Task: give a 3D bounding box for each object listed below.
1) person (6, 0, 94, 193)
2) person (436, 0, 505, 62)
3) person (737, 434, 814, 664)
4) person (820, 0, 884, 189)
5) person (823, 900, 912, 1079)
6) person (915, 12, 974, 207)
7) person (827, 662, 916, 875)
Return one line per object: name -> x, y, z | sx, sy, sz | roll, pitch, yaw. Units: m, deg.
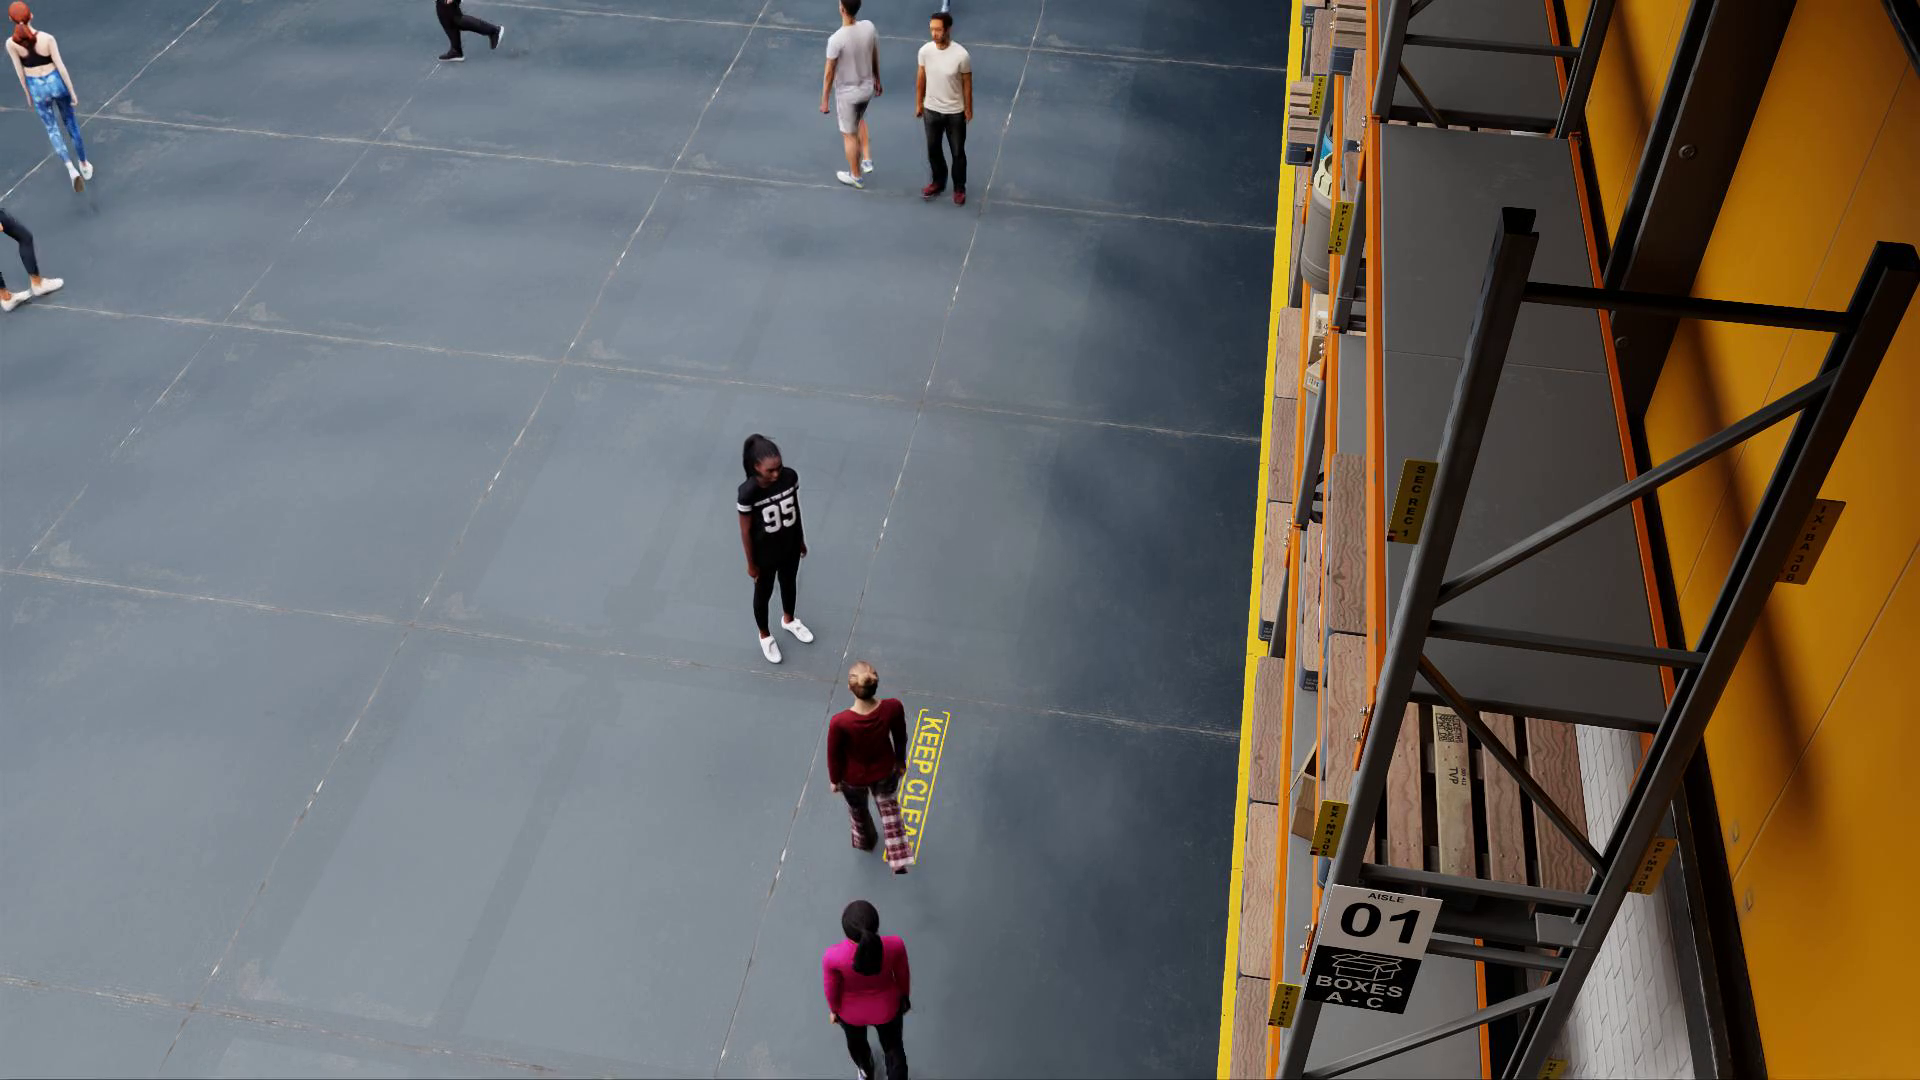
person -> -8.154, -3.936, 14.921 | 0.912, 1.770, 1.039 | -19, 47, -19
person -> -5.063, -5.637, 16.728 | 0.905, 1.729, 0.973 | -11, 45, -12
person -> -1.205, 0.039, 10.762 | 0.699, 1.742, 0.773 | -31, 51, -28
person -> -0.887, -4.018, 14.953 | 0.980, 1.834, 0.888 | 33, 53, 30
person -> -0.439, 2.410, 8.322 | 0.813, 1.684, 1.043 | -9, 44, -9
person -> -0.119, -3.863, 14.824 | 0.686, 1.799, 0.584 | 8, 44, 8
person -> -0.497, 1.334, 9.441 | 0.859, 1.689, 0.956 | -17, 46, -17
